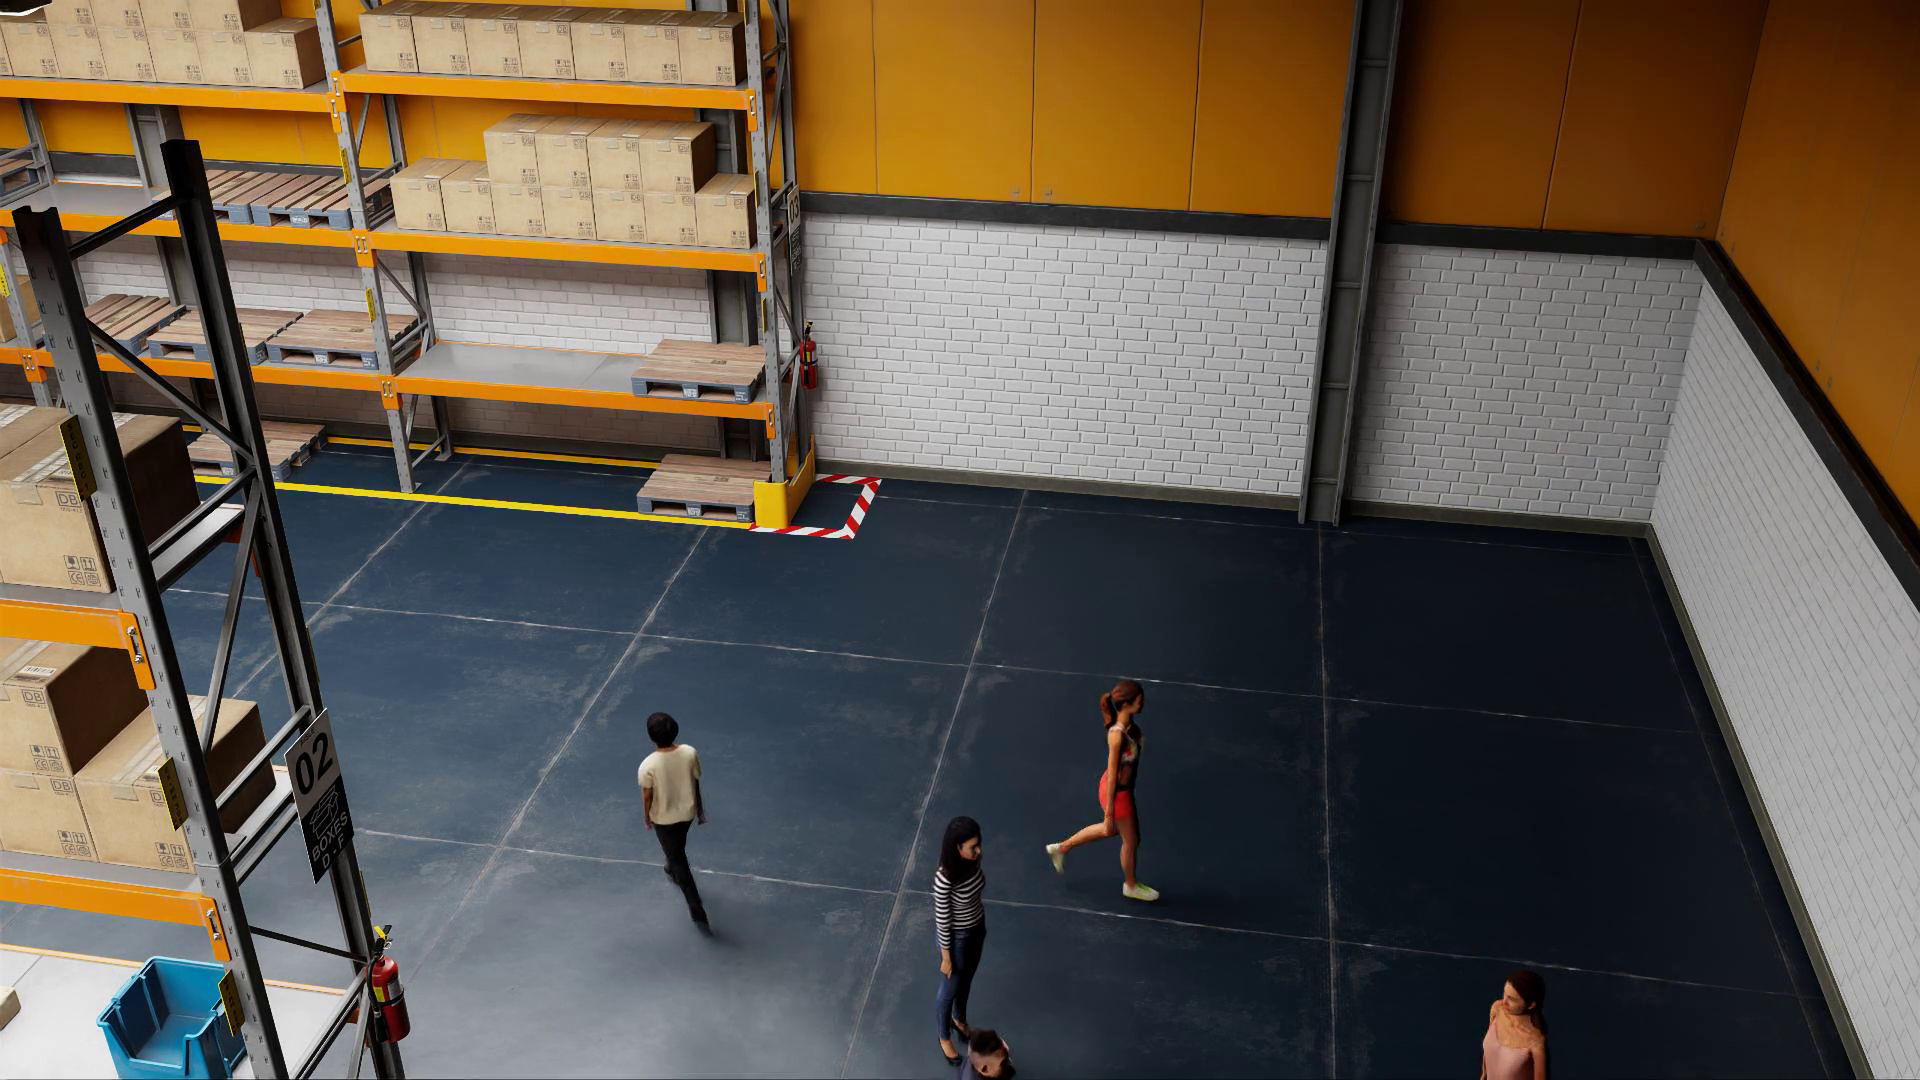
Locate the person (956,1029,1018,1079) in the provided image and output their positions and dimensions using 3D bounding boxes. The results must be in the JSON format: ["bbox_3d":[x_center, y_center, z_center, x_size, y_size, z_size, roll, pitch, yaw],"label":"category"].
[{"bbox_3d":[0.016,3.187,8.575,1.011,1.836,0.736,5,29,9],"label":"person"}]

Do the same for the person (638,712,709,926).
[{"bbox_3d":[-1.901,1.911,11.217,1.001,1.546,1.070,-19,34,-30],"label":"person"}]

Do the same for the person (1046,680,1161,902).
[{"bbox_3d":[0.993,1.714,11.347,1.059,1.767,0.618,7,29,12],"label":"person"}]

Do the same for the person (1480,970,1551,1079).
[{"bbox_3d":[3.053,3.000,8.949,1.122,1.805,0.966,-12,31,-21],"label":"person"}]

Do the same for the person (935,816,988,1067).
[{"bbox_3d":[0.006,2.404,10.053,0.634,1.795,0.664,17,33,28],"label":"person"}]
